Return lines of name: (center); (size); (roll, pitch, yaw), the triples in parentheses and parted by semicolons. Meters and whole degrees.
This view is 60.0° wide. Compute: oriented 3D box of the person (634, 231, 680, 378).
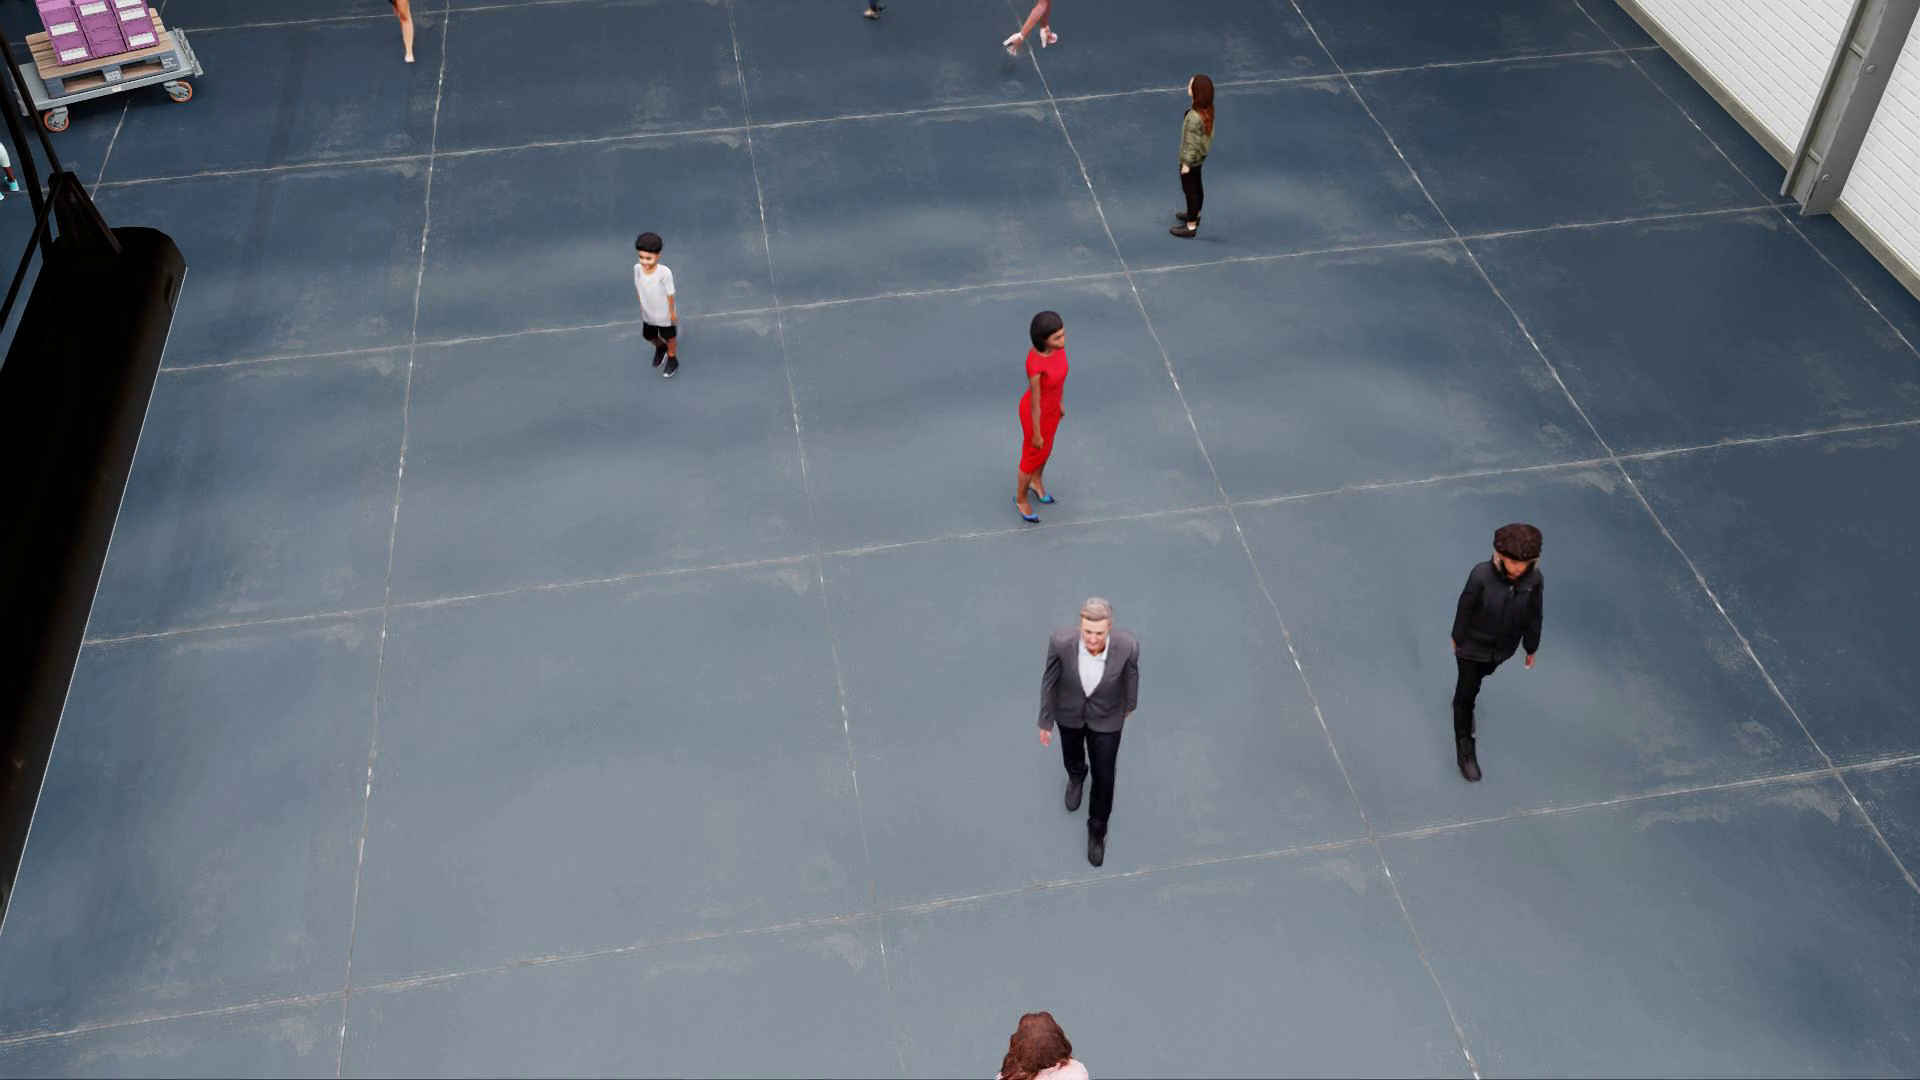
person: (-2.311, -1.853, 12.855); (0.560, 1.249, 0.588); (9, 44, 9)

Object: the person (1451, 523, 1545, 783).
person: (3.164, 0.516, 10.004); (0.641, 1.751, 0.968); (-5, 44, -6)

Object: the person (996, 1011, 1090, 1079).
person: (0.383, 2.786, 7.604); (0.736, 1.775, 1.094); (0, 44, -1)

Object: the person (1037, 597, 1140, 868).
person: (0.738, 0.921, 9.532); (0.899, 1.817, 1.065); (8, 44, 8)

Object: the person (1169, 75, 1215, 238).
person: (1.999, -3.284, 14.194); (0.713, 1.475, 0.597); (14, 45, 15)

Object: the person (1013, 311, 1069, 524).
person: (0.550, -0.863, 11.460); (0.720, 1.739, 0.647); (21, 47, 20)

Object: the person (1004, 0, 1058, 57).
person: (0.738, -5.586, 16.398); (0.988, 1.766, 1.040); (-33, 53, -30)
